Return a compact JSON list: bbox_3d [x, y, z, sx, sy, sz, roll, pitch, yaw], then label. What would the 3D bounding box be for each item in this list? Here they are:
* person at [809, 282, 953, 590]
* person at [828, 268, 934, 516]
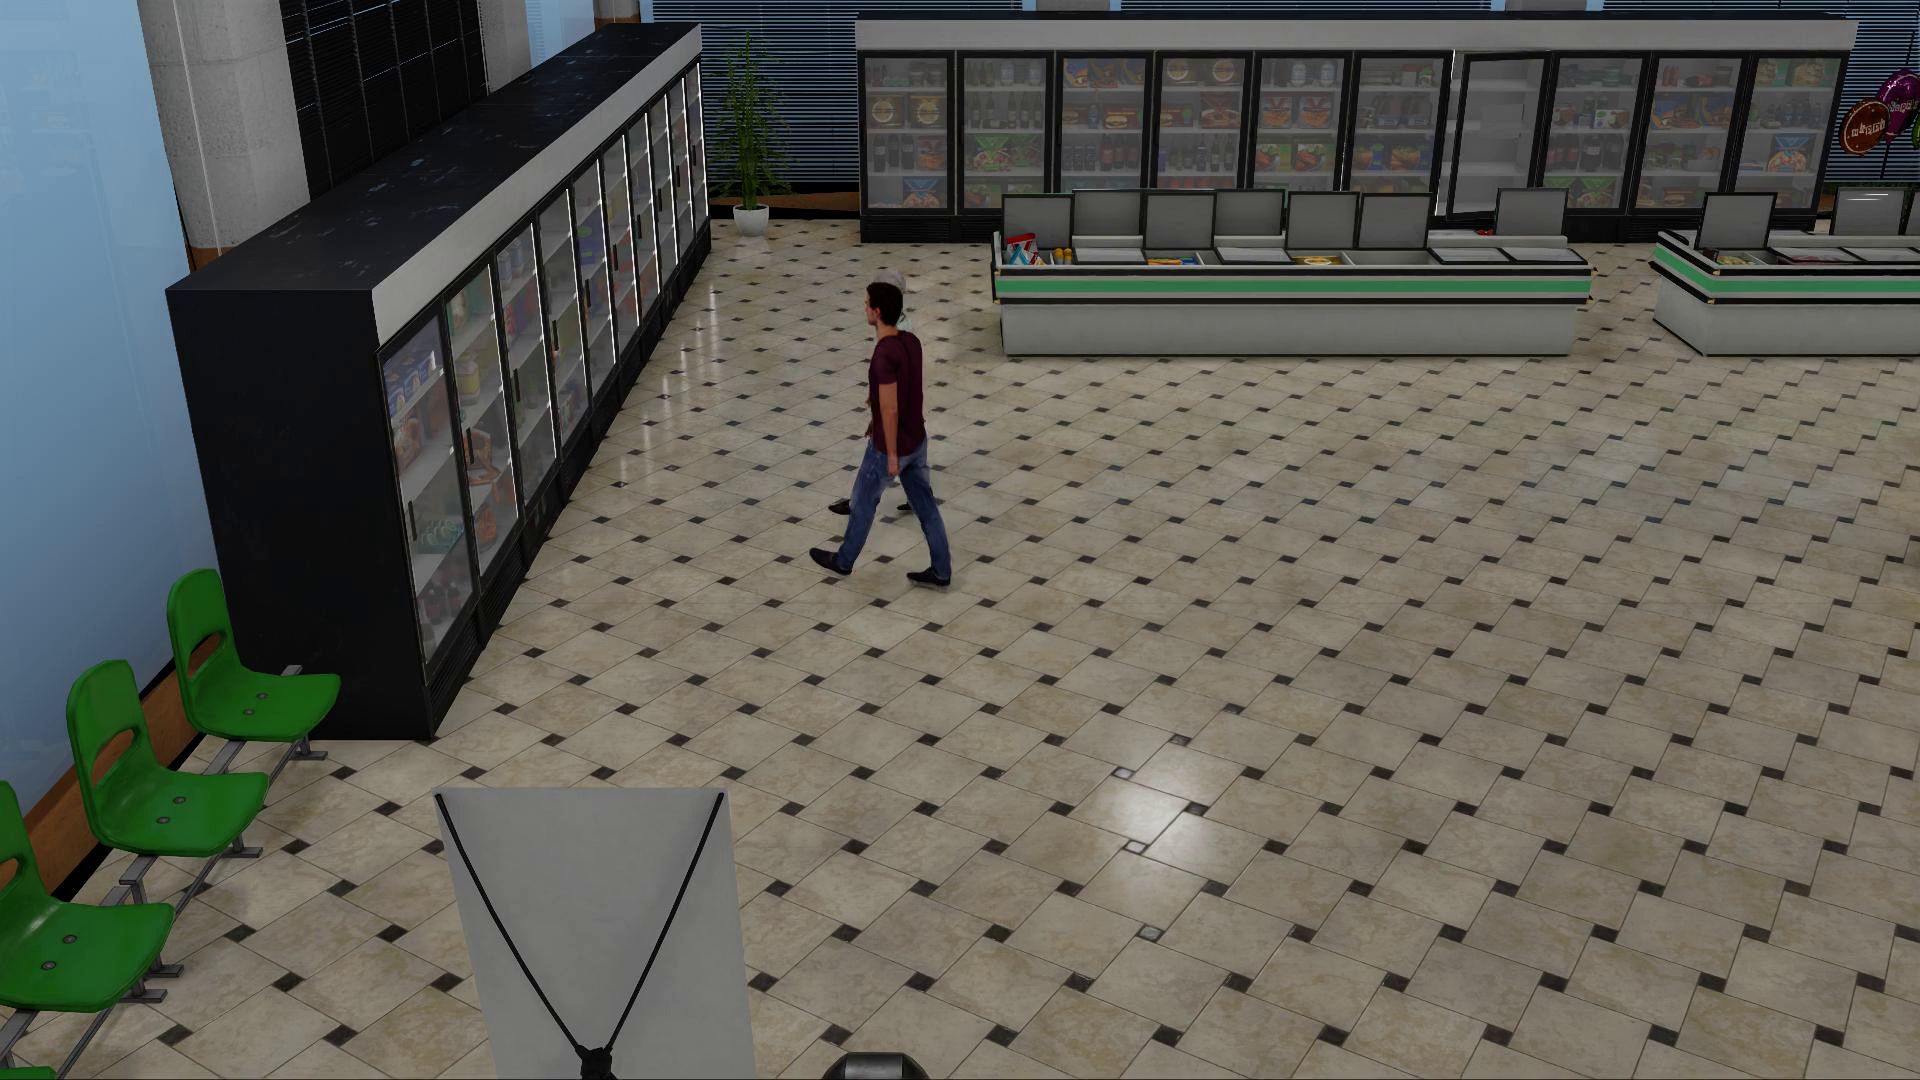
[{"bbox_3d":[-0.275,-0.544,9.557,1.193,1.804,0.959,11,26,23],"label":"person"},{"bbox_3d":[-0.333,-0.921,10.649,0.997,1.620,0.714,-5,24,-12],"label":"person"}]
